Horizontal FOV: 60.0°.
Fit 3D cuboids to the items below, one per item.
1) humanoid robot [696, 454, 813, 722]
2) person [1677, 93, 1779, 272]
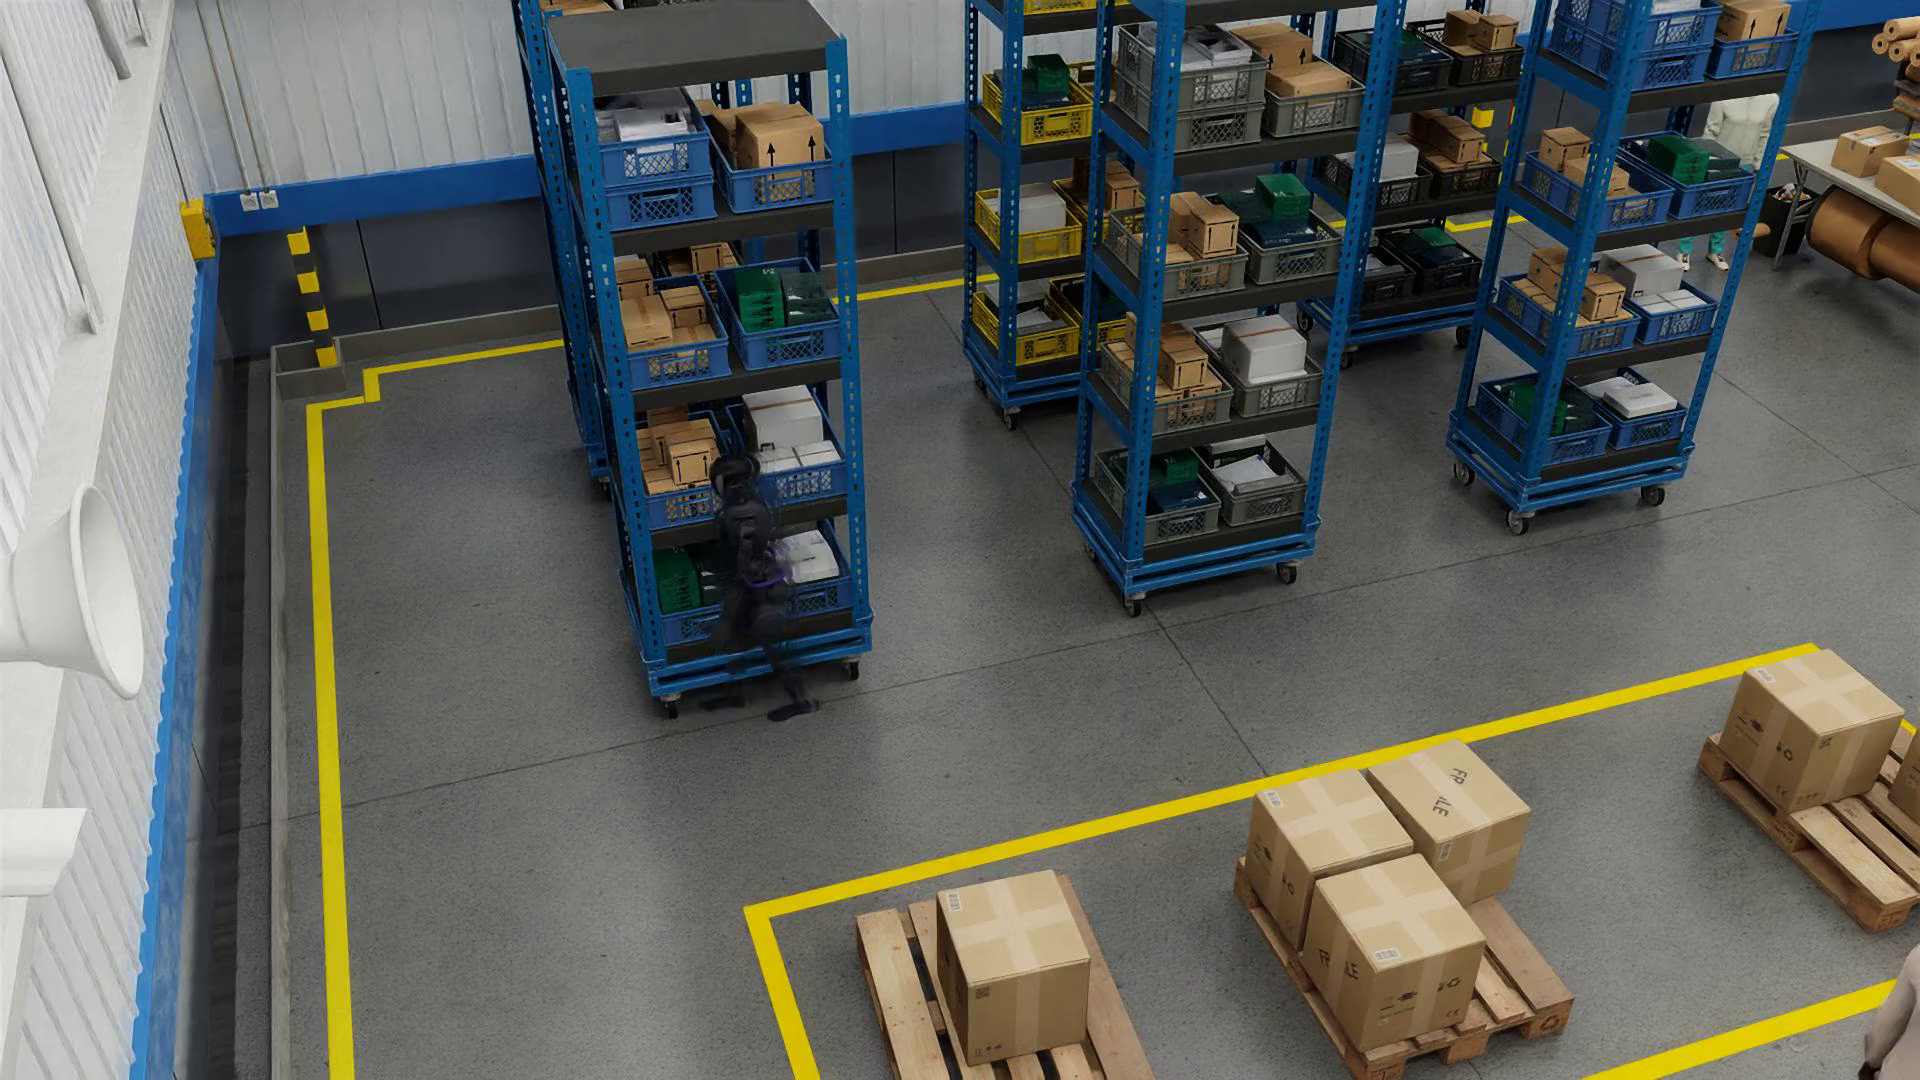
[{"bbox_3d":[-1.098,0.285,8.451,0.671,1.631,0.551,-12,37,-16],"label":"humanoid robot"},{"bbox_3d":[5.980,-2.937,12.919,0.522,1.768,0.307,-1,35,-2],"label":"person"}]
